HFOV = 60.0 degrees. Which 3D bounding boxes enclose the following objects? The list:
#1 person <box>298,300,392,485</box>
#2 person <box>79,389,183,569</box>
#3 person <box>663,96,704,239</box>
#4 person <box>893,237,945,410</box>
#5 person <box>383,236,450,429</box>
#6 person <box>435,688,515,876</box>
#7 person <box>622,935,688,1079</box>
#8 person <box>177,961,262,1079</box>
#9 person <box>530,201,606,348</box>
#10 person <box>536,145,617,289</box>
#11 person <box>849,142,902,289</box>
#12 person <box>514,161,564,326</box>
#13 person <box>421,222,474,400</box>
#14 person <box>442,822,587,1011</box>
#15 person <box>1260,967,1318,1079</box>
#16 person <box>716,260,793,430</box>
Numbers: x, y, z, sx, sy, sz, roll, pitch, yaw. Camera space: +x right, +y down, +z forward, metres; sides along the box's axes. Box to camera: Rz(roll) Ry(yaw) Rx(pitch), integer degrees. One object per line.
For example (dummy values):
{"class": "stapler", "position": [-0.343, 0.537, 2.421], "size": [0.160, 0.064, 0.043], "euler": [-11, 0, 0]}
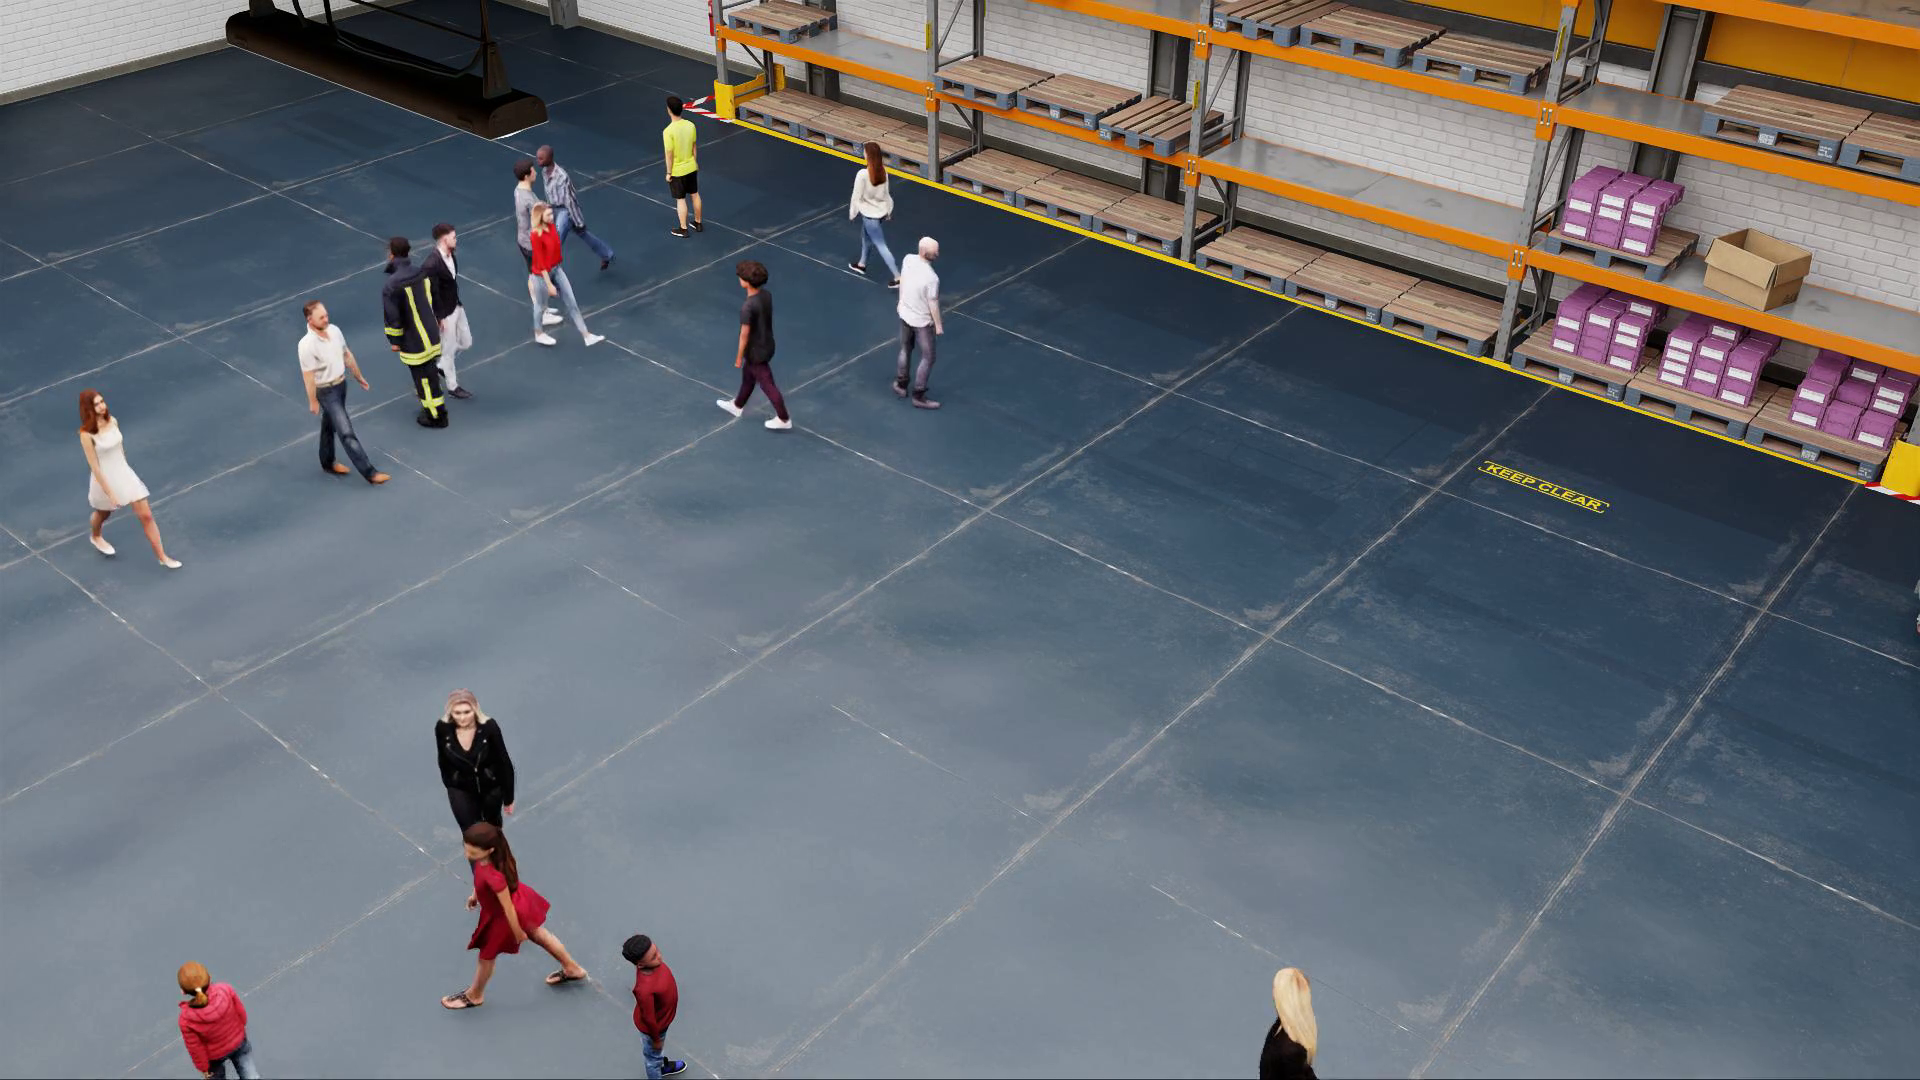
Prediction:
{"class": "person", "position": [-5.885, -1.388, 15.331], "size": [1.219, 1.817, 0.949], "euler": [10, 35, 15]}
{"class": "person", "position": [-7.276, -0.505, 14.139], "size": [1.238, 1.666, 0.727], "euler": [16, 37, 22]}
{"class": "person", "position": [-3.361, -4.529, 20.156], "size": [0.544, 1.707, 0.626], "euler": [29, 43, 36]}
{"class": "person", "position": [-0.485, -2.215, 16.585], "size": [0.607, 1.807, 0.964], "euler": [23, 40, 30]}
{"class": "person", "position": [-5.271, -2.016, 16.217], "size": [0.918, 1.883, 0.941], "euler": [-1, 34, -1]}
{"class": "person", "position": [-3.177, 1.591, 11.004], "size": [1.021, 1.646, 1.159], "euler": [-7, 34, -11]}
{"class": "person", "position": [-1.778, 2.747, 9.618], "size": [0.644, 1.256, 0.583], "euler": [-3, 34, -4]}
{"class": "person", "position": [-4.102, 2.895, 9.366], "size": [0.587, 1.288, 0.939], "euler": [-27, 42, -35]}
{"class": "person", "position": [-4.419, -2.775, 17.559], "size": [1.139, 1.660, 0.844], "euler": [12, 35, 17]}
{"class": "person", "position": [-4.369, -3.643, 18.824], "size": [0.871, 1.707, 1.286], "euler": [-23, 40, -31]}
{"class": "person", "position": [-0.923, -3.634, 18.866], "size": [1.143, 1.645, 0.596], "euler": [24, 41, 32]}
{"class": "person", "position": [-4.651, -3.230, 18.062], "size": [0.794, 1.862, 0.634], "euler": [-19, 38, -26]}
{"class": "person", "position": [-5.236, -2.310, 16.723], "size": [0.912, 1.812, 0.907], "euler": [11, 35, 16]}
{"class": "person", "position": [-2.680, 2.257, 10.133], "size": [1.064, 1.501, 1.082], "euler": [-6, 34, -10]}
{"class": "person", "position": [1.778, 3.020, 8.716], "size": [0.802, 1.799, 0.790], "euler": [0, 34, -1]}
{"class": "person", "position": [-1.881, -1.839, 16.081], "size": [1.168, 1.739, 0.932], "euler": [8, 35, 12]}
